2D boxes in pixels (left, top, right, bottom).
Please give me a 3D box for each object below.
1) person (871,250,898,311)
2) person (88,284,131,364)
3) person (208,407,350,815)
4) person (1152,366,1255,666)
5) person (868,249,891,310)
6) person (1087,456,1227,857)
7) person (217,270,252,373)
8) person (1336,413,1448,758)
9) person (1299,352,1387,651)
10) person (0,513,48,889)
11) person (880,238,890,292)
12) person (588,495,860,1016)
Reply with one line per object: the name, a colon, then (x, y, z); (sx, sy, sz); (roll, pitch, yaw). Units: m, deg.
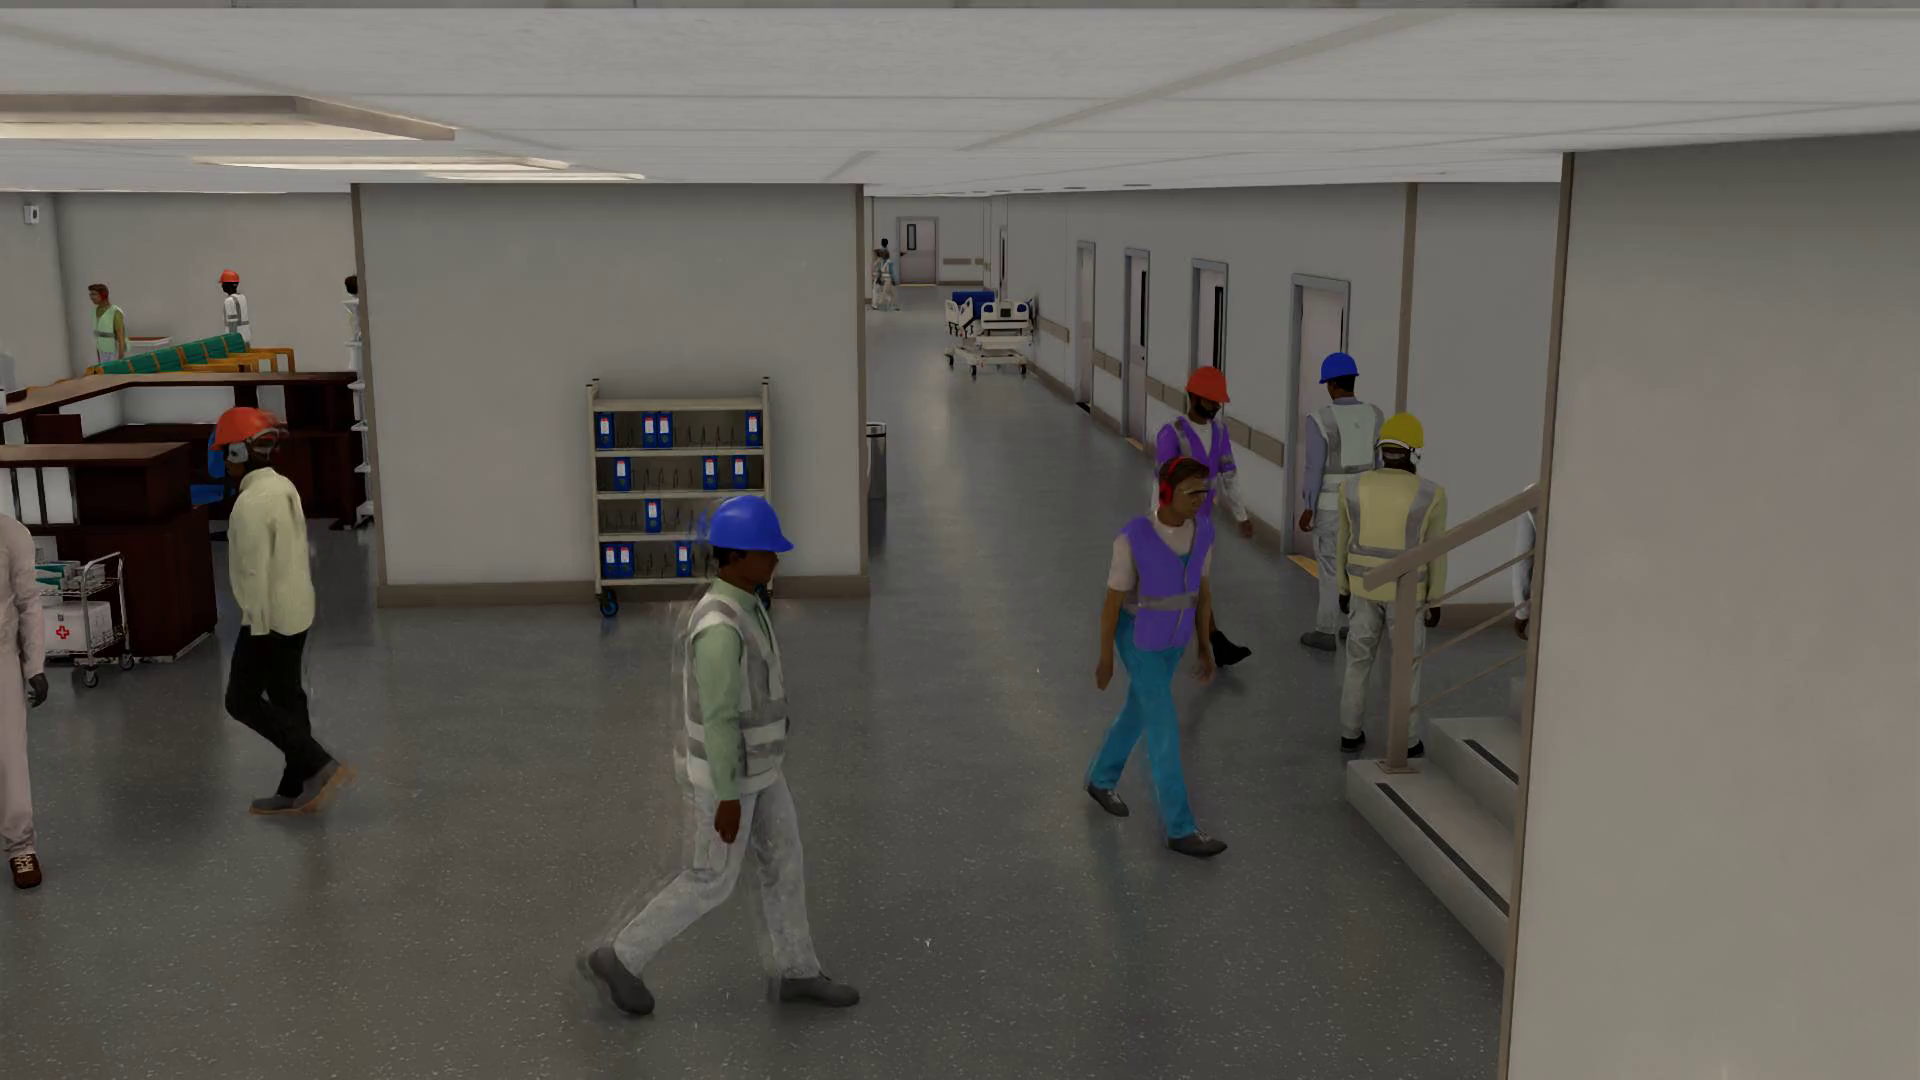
person: (-1.974, -6.829, 43.827); (0.866, 1.589, 0.507); (-6, 13, -27)
person: (-11.086, -2.434, 21.774); (0.630, 1.833, 0.403); (6, 13, 29)
person: (-3.224, 0.358, 7.809); (0.499, 1.964, 0.615); (0, 12, -1)
person: (1.529, -0.156, 10.512); (0.578, 1.872, 0.992); (-11, 16, -42)
person: (-2.154, -6.966, 44.430); (0.640, 1.621, 0.526); (-4, 12, -17)
person: (0.870, 0.489, 7.598); (0.561, 1.792, 0.943); (-11, 16, -42)
person: (-10.208, -2.830, 23.445); (0.373, 1.939, 0.545); (0, 12, -1)
person: (2.251, 0.248, 8.701); (0.589, 1.823, 0.404); (7, 14, 31)
person: (2.467, -0.244, 10.808); (0.605, 1.937, 0.415); (-5, 13, -23)
person: (-4.176, 0.562, 6.948); (0.651, 1.904, 0.403); (-6, 13, -26)
person: (-2.387, -8.769, 53.055); (0.316, 1.695, 0.542); (0, 12, -1)
person: (-0.860, 0.782, 5.862); (0.904, 1.920, 0.624); (1, 12, 3)
